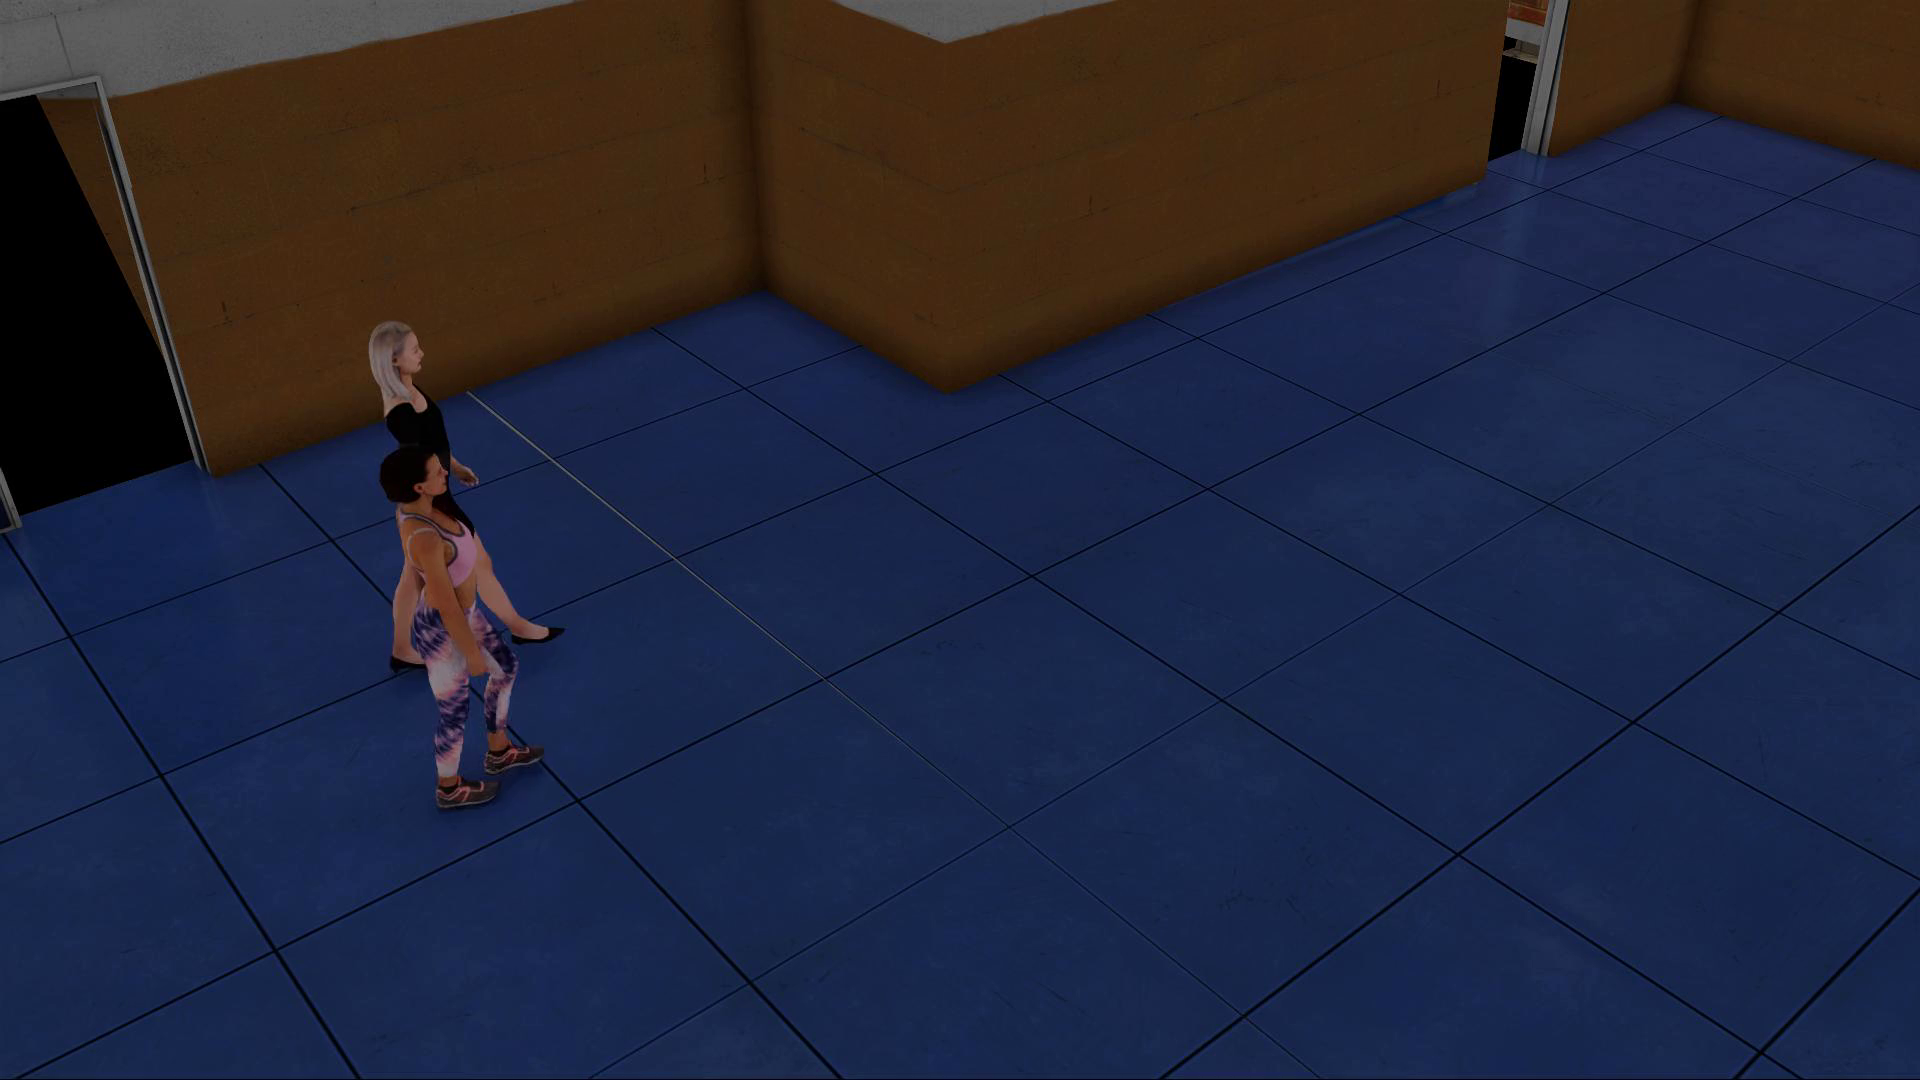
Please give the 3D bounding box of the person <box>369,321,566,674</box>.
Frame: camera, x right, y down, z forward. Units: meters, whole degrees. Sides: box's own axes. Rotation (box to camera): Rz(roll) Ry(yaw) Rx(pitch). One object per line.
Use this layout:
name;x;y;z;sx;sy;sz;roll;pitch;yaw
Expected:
person;-2.480;-0.136;7.517;0.779;1.795;1.024;-17;37;-23

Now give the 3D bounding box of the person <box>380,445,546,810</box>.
person;-2.154;0.397;6.756;0.778;1.750;0.747;-13;36;-18
